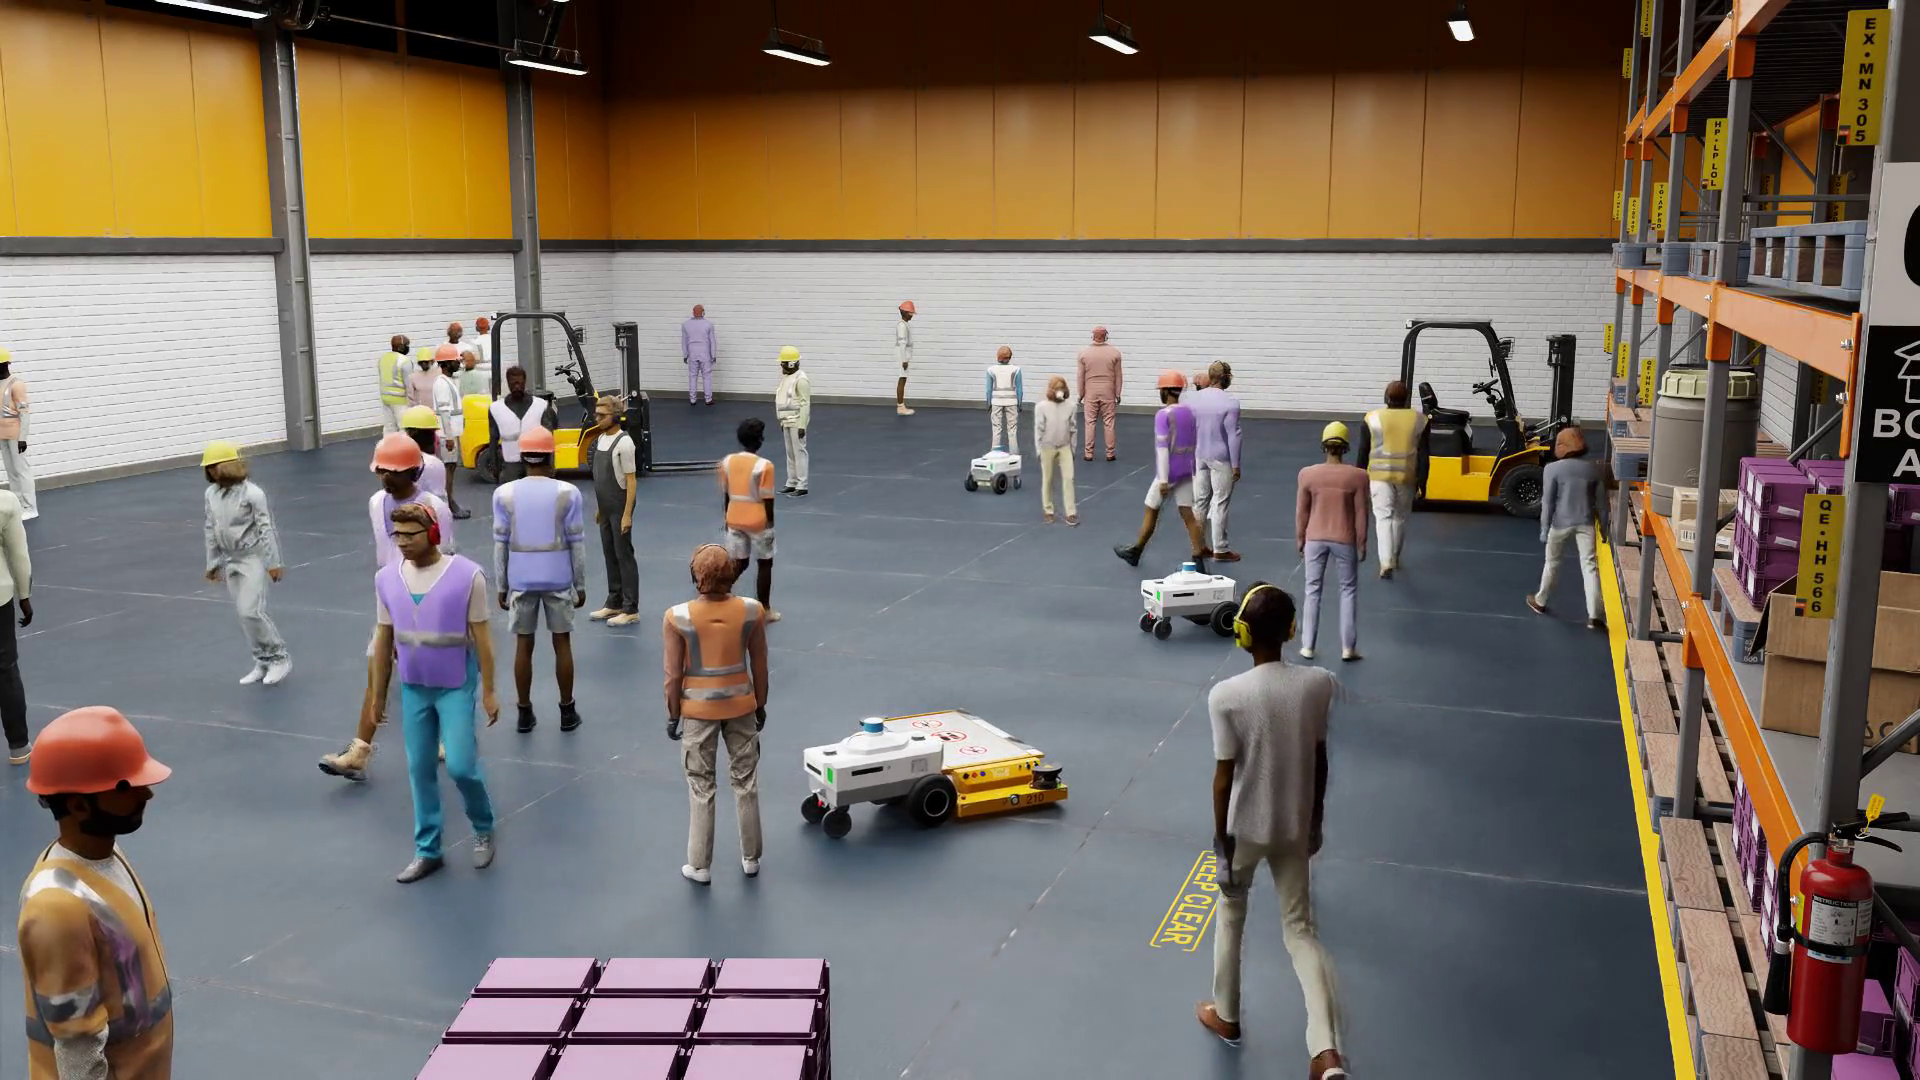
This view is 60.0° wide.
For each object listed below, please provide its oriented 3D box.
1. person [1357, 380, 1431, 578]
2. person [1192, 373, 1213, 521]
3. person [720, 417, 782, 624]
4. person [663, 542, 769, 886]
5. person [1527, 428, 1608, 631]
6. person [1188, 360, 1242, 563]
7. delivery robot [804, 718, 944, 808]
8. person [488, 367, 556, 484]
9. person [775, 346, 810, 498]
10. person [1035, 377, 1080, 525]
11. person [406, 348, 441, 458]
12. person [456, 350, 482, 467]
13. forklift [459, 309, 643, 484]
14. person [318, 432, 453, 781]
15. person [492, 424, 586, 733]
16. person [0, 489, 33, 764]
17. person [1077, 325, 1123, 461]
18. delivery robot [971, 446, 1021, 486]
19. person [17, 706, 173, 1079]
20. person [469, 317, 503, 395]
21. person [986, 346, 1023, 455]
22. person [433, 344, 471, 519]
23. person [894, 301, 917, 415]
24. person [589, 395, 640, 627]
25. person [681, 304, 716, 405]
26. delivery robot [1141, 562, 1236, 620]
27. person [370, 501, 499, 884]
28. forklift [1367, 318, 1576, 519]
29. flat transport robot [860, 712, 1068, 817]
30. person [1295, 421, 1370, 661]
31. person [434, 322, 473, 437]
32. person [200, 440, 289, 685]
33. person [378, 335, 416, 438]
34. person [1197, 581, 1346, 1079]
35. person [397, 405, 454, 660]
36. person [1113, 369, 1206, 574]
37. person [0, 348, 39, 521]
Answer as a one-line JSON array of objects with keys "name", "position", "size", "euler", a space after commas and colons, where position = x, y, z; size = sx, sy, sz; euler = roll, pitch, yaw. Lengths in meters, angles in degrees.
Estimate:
[{"name": "person", "position": [3.981, -0.566, 15.298], "size": [0.638, 1.803, 0.939], "euler": [2, 10, 9]}, {"name": "person", "position": [2.661, -0.996, 18.160], "size": [0.523, 1.638, 0.311], "euler": [-8, 13, -38]}, {"name": "person", "position": [-1.701, -0.128, 13.152], "size": [0.539, 1.675, 0.610], "euler": [6, 12, 32]}, {"name": "person", "position": [-1.150, 0.825, 7.901], "size": [0.511, 1.641, 0.308], "euler": [-4, 11, -23]}, {"name": "person", "position": [4.914, -0.101, 13.308], "size": [0.563, 1.568, 0.916], "euler": [0, 10, 1]}, {"name": "person", "position": [2.450, -0.755, 15.957], "size": [0.356, 1.938, 0.638], "euler": [-8, 13, -38]}, {"name": "delivery robot", "position": [-0.450, 1.176, 8.716], "size": [0.707, 0.478, 0.477], "euler": [-6, 12, -29]}, {"name": "person", "position": [-4.233, -0.742, 16.106], "size": [0.598, 1.860, 1.043], "euler": [-4, 11, -21]}, {"name": "person", "position": [-2.013, -1.418, 20.010], "size": [0.404, 1.826, 0.587], "euler": [-5, 11, -27]}, {"name": "person", "position": [1.064, -0.949, 17.992], "size": [0.510, 1.612, 0.685], "euler": [-2, 10, -11]}, {"name": "person", "position": [-6.881, -1.637, 21.553], "size": [0.528, 1.723, 0.904], "euler": [-1, 10, -6]}, {"name": "person", "position": [-6.641, -1.796, 22.736], "size": [0.478, 1.618, 0.531], "euler": [-8, 13, -39]}, {"name": "forklift", "position": [-5.354, -1.902, 21.697], "size": [2.313, 2.155, 1.214], "euler": [-2, 10, -13]}, {"name": "person", "position": [-3.173, 0.381, 9.441], "size": [0.626, 1.979, 1.046], "euler": [5, 11, 28]}, {"name": "person", "position": [-2.615, 0.242, 10.372], "size": [0.553, 1.930, 0.395], "euler": [-1, 10, -7]}, {"name": "person", "position": [-5.707, 0.344, 9.611], "size": [0.622, 1.993, 0.382], "euler": [-7, 12, -33]}, {"name": "person", "position": [1.959, -2.053, 23.360], "size": [0.639, 1.909, 0.409], "euler": [1, 10, 4]}, {"name": "delivery robot", "position": [0.449, -0.917, 20.504], "size": [0.477, 0.478, 0.707], "euler": [7, 12, 34]}, {"name": "person", "position": [-2.074, 1.352, 4.095], "size": [0.358, 1.938, 0.542], "euler": [-4, 11, -21]}, {"name": "person", "position": [-7.567, -2.609, 26.583], "size": [0.355, 1.875, 0.572], "euler": [10, 14, 43]}, {"name": "person", "position": [0.618, -1.860, 23.027], "size": [0.511, 1.640, 0.308], "euler": [1, 10, 8]}, {"name": "person", "position": [-5.649, -1.201, 18.463], "size": [0.346, 1.942, 0.550], "euler": [-2, 10, -13]}, {"name": "person", "position": [-0.970, -3.251, 29.754], "size": [0.403, 2.033, 0.606], "euler": [0, 10, 0]}, {"name": "person", "position": [-2.770, -0.235, 13.298], "size": [0.336, 1.844, 0.513], "euler": [-8, 13, -39]}, {"name": "person", "position": [-4.934, -3.508, 31.554], "size": [0.651, 1.906, 0.403], "euler": [1, 10, 5]}, {"name": "delivery robot", "position": [1.783, 0.417, 12.989], "size": [0.707, 0.478, 0.477], "euler": [-3, 11, -18]}, {"name": "person", "position": [-2.508, 0.716, 7.961], "size": [0.630, 1.832, 0.461], "euler": [3, 10, 14]}, {"name": "forklift", "position": [5.787, -1.437, 19.079], "size": [2.313, 2.155, 1.214], "euler": [3, 11, 19]}, {"name": "flat transport robot", "position": [-0.023, 1.230, 9.473], "size": [0.652, 0.197, 1.431], "euler": [-5, 11, -26]}, {"name": "person", "position": [2.720, 0.011, 12.209], "size": [0.534, 1.759, 0.393], "euler": [4, 11, 20]}, {"name": "person", "position": [-7.847, -2.462, 25.840], "size": [0.601, 1.851, 0.920], "euler": [-1, 10, -8]}, {"name": "person", "position": [-4.924, 0.165, 11.406], "size": [0.499, 1.720, 0.466], "euler": [5, 11, 26]}, {"name": "person", "position": [-7.580, -1.853, 22.472], "size": [0.632, 1.834, 0.433], "euler": [7, 12, 36]}, {"name": "person", "position": [1.142, 1.064, 6.024], "size": [0.517, 1.838, 0.880], "euler": [-2, 10, -12]}, {"name": "person", "position": [-3.827, 0.015, 11.707], "size": [0.604, 1.908, 0.580], "euler": [7, 12, 36]}, {"name": "person", "position": [1.907, -0.633, 15.427], "size": [0.560, 1.878, 1.012], "euler": [-9, 14, -43]}, {"name": "person", "position": [-10.471, -1.163, 18.316], "size": [0.591, 1.916, 0.389], "euler": [7, 12, 35]}]
